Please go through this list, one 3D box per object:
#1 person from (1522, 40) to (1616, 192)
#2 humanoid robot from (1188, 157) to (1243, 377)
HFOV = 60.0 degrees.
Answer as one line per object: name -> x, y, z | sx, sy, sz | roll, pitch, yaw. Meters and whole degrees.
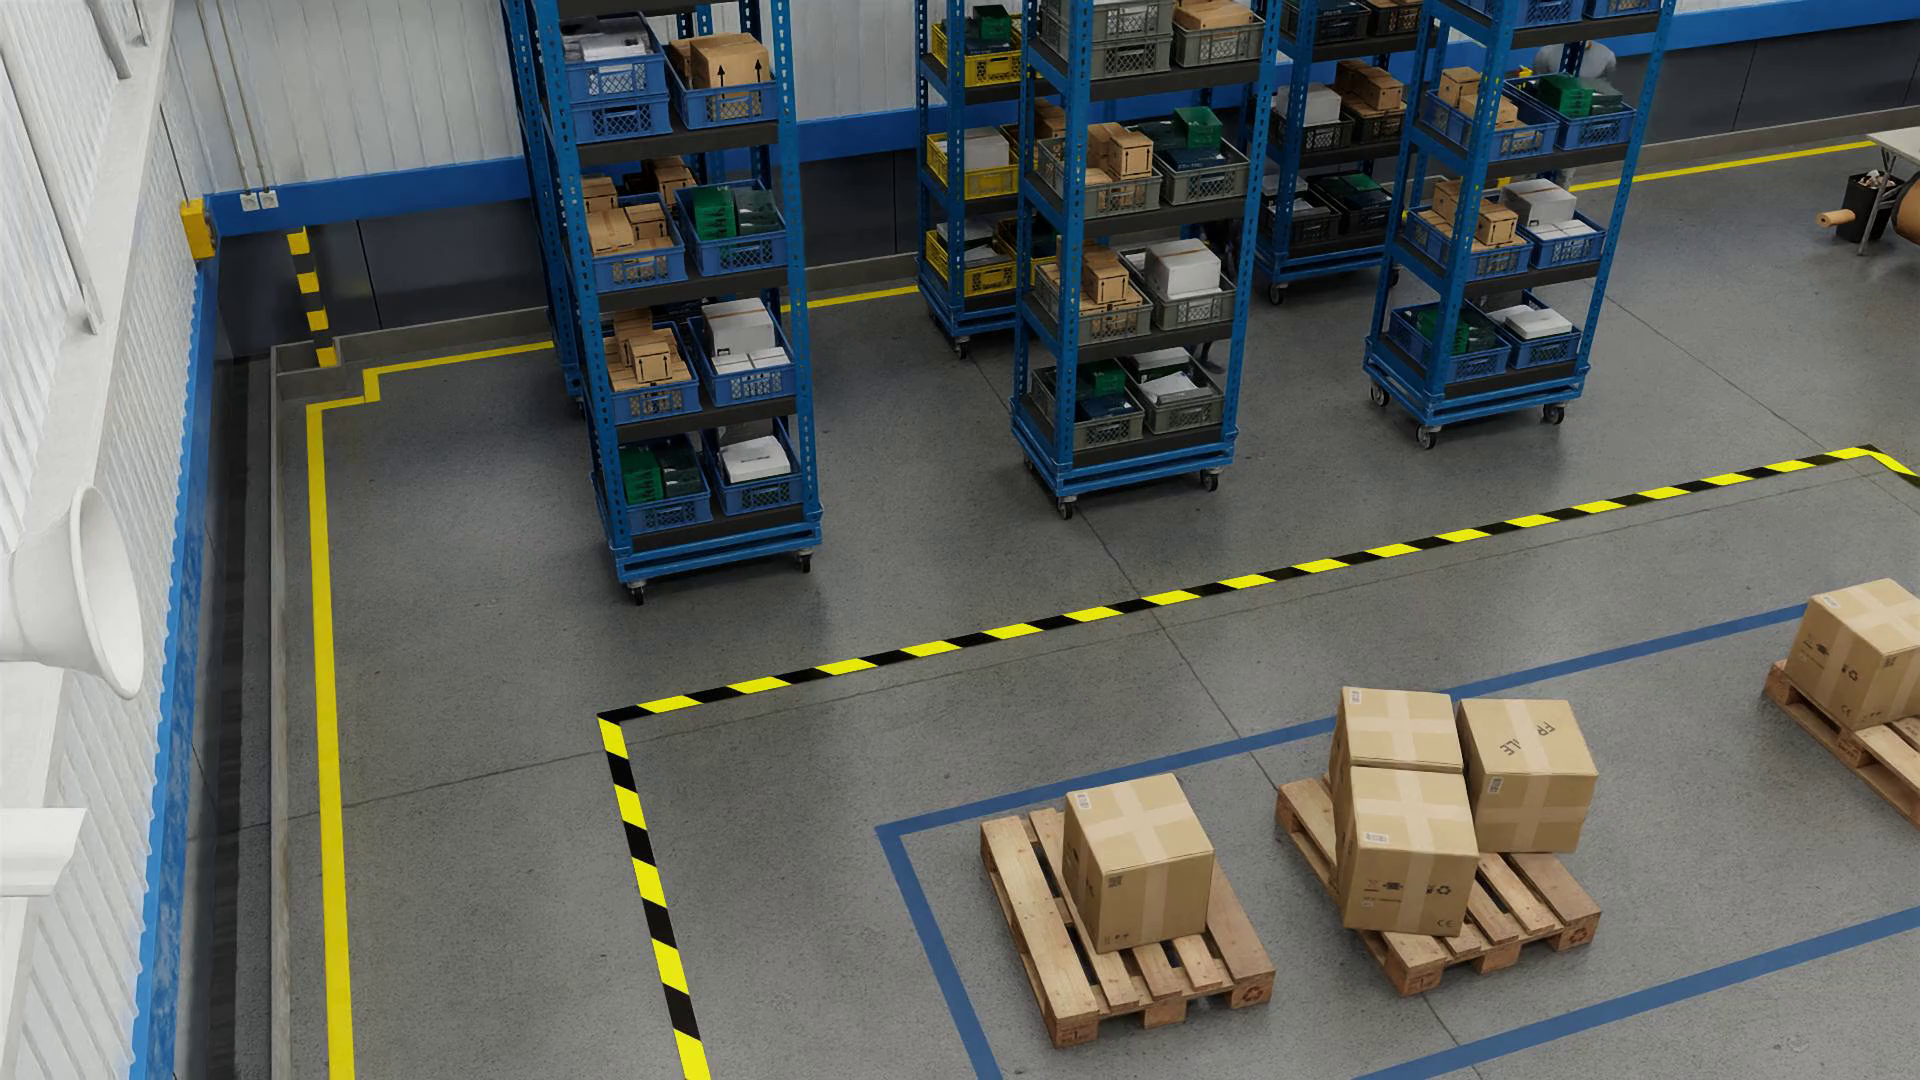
person -> 4.786, -3.270, 13.248 | 0.637, 1.932, 0.357 | 4, 35, 5
humanoid robot -> 1.753, -1.860, 11.457 | 0.315, 1.657, 0.599 | 29, 45, 35
